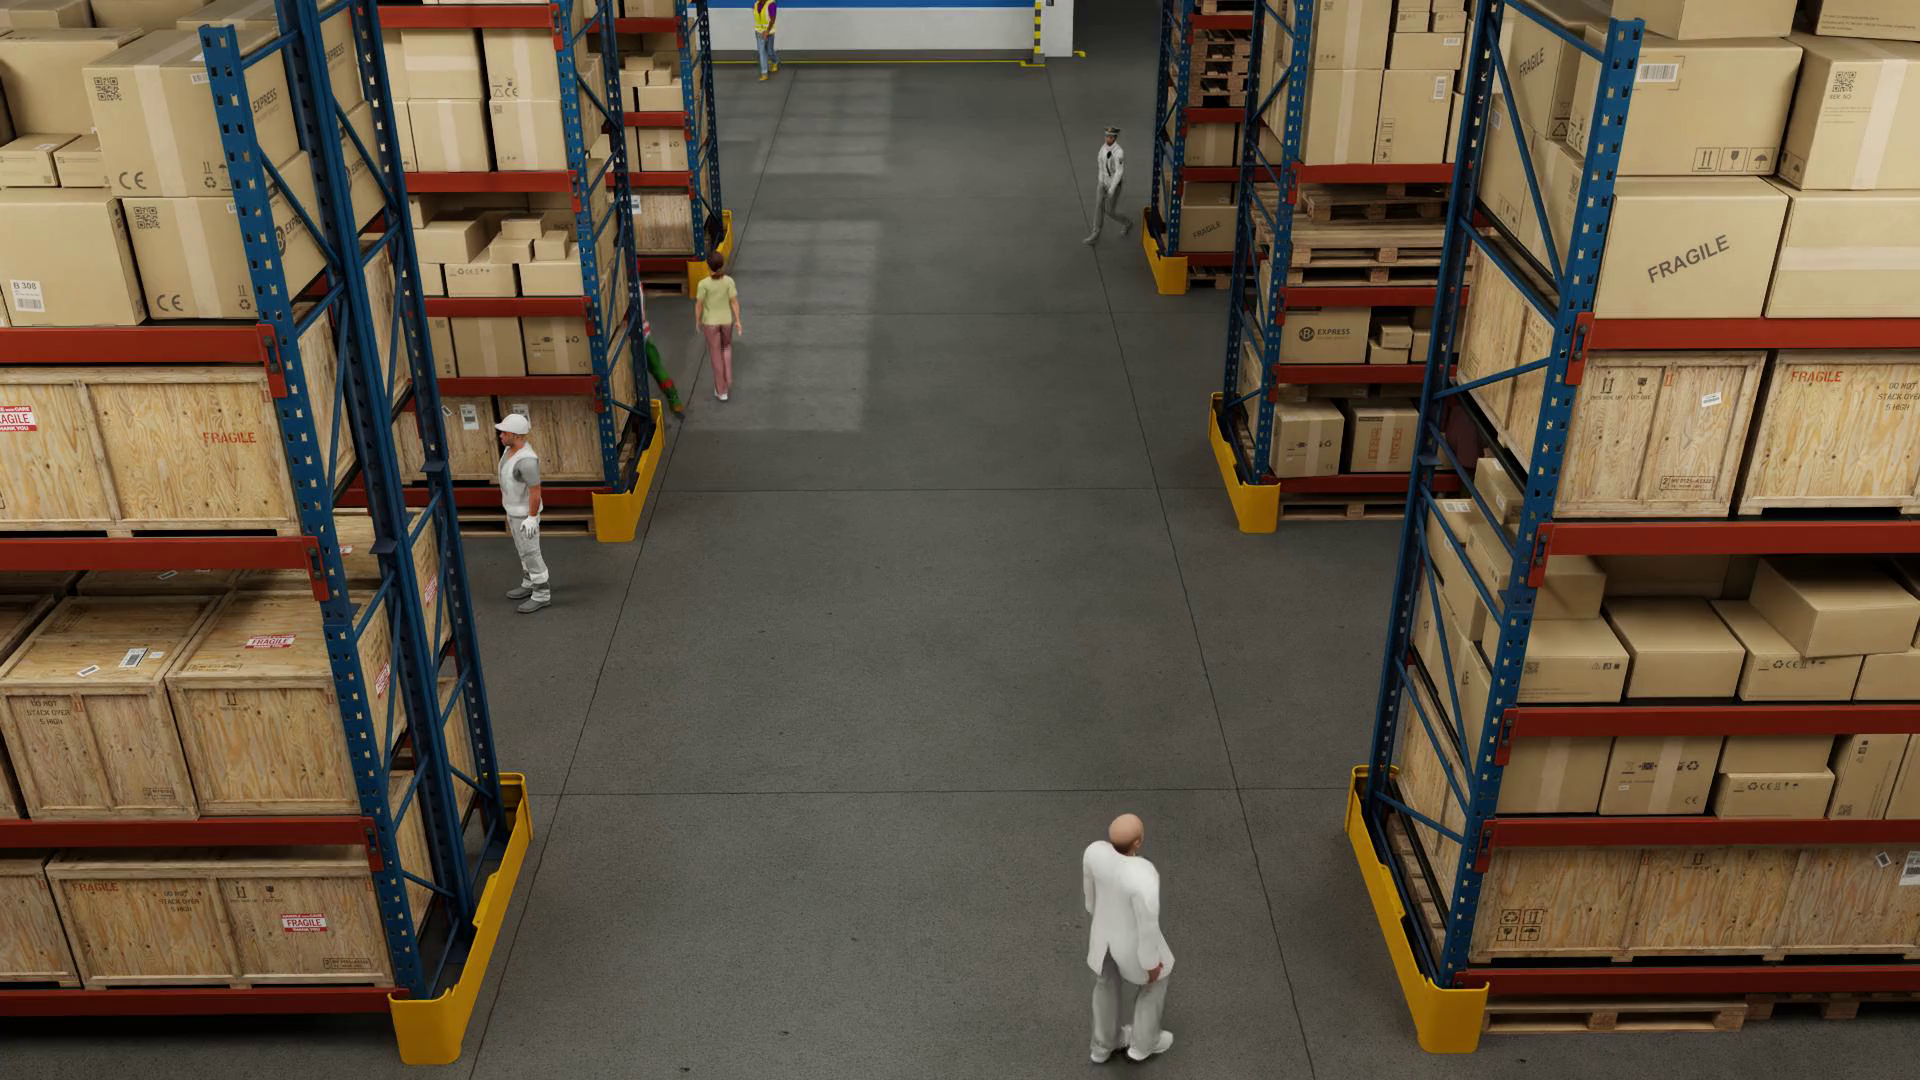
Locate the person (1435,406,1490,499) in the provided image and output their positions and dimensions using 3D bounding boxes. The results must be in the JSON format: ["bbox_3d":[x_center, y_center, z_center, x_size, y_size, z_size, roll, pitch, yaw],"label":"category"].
[{"bbox_3d":[4.823,-0.986,15.723,0.499,1.779,0.567,-25,37,-38],"label":"person"}]

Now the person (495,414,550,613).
[{"bbox_3d":[-3.795,-0.250,14.344,0.381,1.794,0.548,-15,32,-25],"label":"person"}]

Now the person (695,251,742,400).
[{"bbox_3d":[-2.693,-2.394,18.439,0.470,1.684,0.522,-13,31,-23],"label":"person"}]

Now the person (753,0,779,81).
[{"bbox_3d":[-3.764,-9.879,32.308,0.548,1.735,0.950,8,29,14],"label":"person"}]

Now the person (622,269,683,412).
[{"bbox_3d":[-3.534,-2.177,17.946,0.953,1.759,0.583,13,31,22],"label":"person"}]

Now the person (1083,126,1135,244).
[{"bbox_3d":[2.113,-4.981,23.277,0.817,1.654,0.503,-17,32,-28],"label":"person"}]

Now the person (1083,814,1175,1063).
[{"bbox_3d":[0.988,2.274,9.666,0.623,1.808,0.519,24,36,37],"label":"person"}]
